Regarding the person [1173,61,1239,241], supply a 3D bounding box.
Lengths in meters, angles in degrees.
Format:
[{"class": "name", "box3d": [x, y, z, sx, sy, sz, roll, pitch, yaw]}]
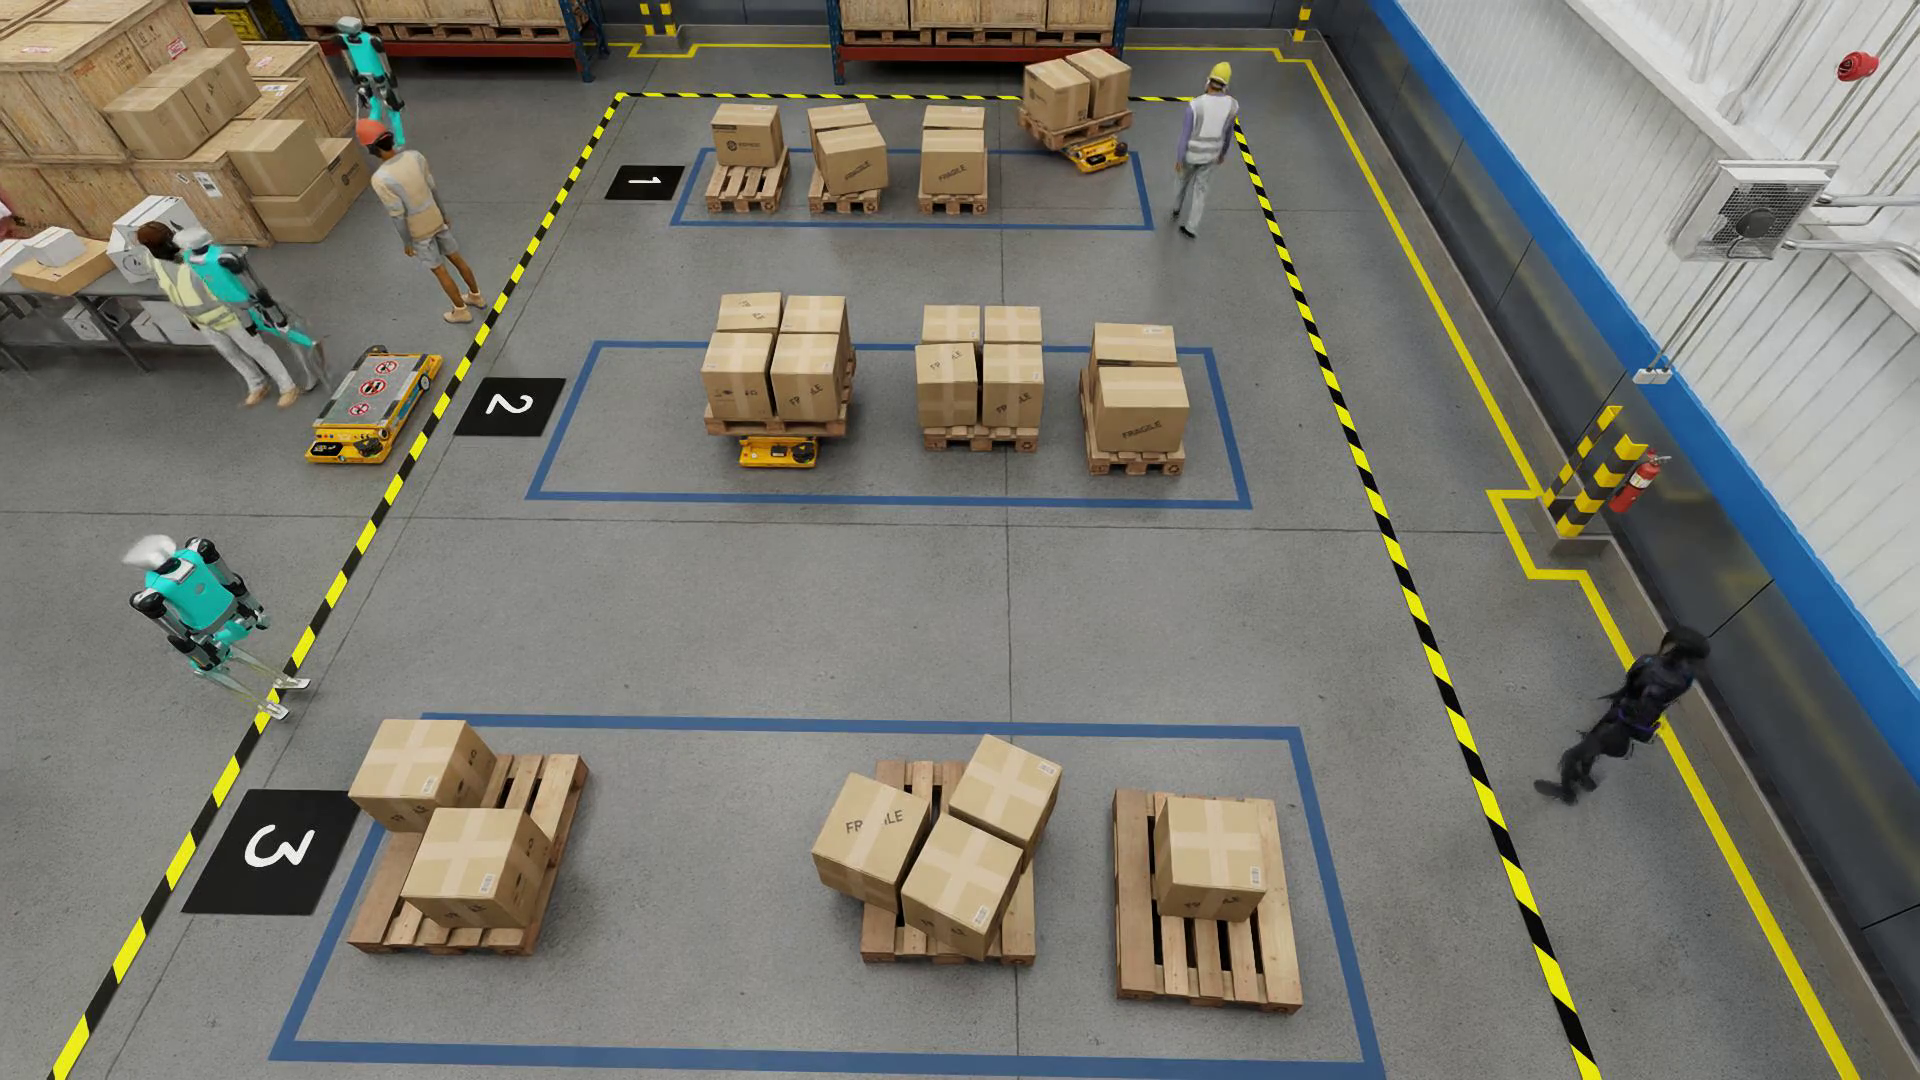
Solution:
[{"class": "person", "box3d": [2.619, -4.227, 9.951, 0.613, 1.776, 0.847, -3, 50, -2]}]

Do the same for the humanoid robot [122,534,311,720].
[{"class": "humanoid robot", "box3d": [-4.849, 0.545, 5.854, 0.735, 1.681, 0.533, 9, 50, 8]}]

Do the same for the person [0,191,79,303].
[{"class": "person", "box3d": [-9.452, -3.115, 8.938, 0.723, 1.897, 0.594, 3, 50, 2]}]

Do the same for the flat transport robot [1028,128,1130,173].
[{"class": "flat transport robot", "box3d": [1.478, -5.172, 11.725, 0.652, 0.197, 1.431, -24, 54, -19]}]

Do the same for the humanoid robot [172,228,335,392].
[{"class": "humanoid robot", "box3d": [-6.141, -2.039, 8.162, 0.530, 1.834, 0.730, 5, 50, 4]}]

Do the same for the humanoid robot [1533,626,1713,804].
[{"class": "humanoid robot", "box3d": [4.019, 1.099, 5.521, 0.391, 1.645, 0.588, 34, 58, 25]}]

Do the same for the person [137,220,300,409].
[{"class": "person", "box3d": [-6.448, -1.943, 7.985, 0.629, 1.835, 0.431, 7, 50, 6]}]

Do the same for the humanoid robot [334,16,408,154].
[{"class": "humanoid robot", "box3d": [-6.799, -4.983, 10.698, 0.546, 1.905, 0.723, 5, 50, 4]}]

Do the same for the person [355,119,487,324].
[{"class": "person", "box3d": [-5.143, -2.995, 8.748, 0.406, 2.031, 0.607, 14, 51, 11]}]

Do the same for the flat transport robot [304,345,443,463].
[{"class": "flat transport robot", "box3d": [-5.383, -1.269, 8.441, 0.659, 0.231, 1.431, 1, 50, 1]}]

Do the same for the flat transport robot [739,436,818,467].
[{"class": "flat transport robot", "box3d": [-1.582, -1.235, 8.394, 0.652, 0.197, 1.431, 1, 50, 1]}]
